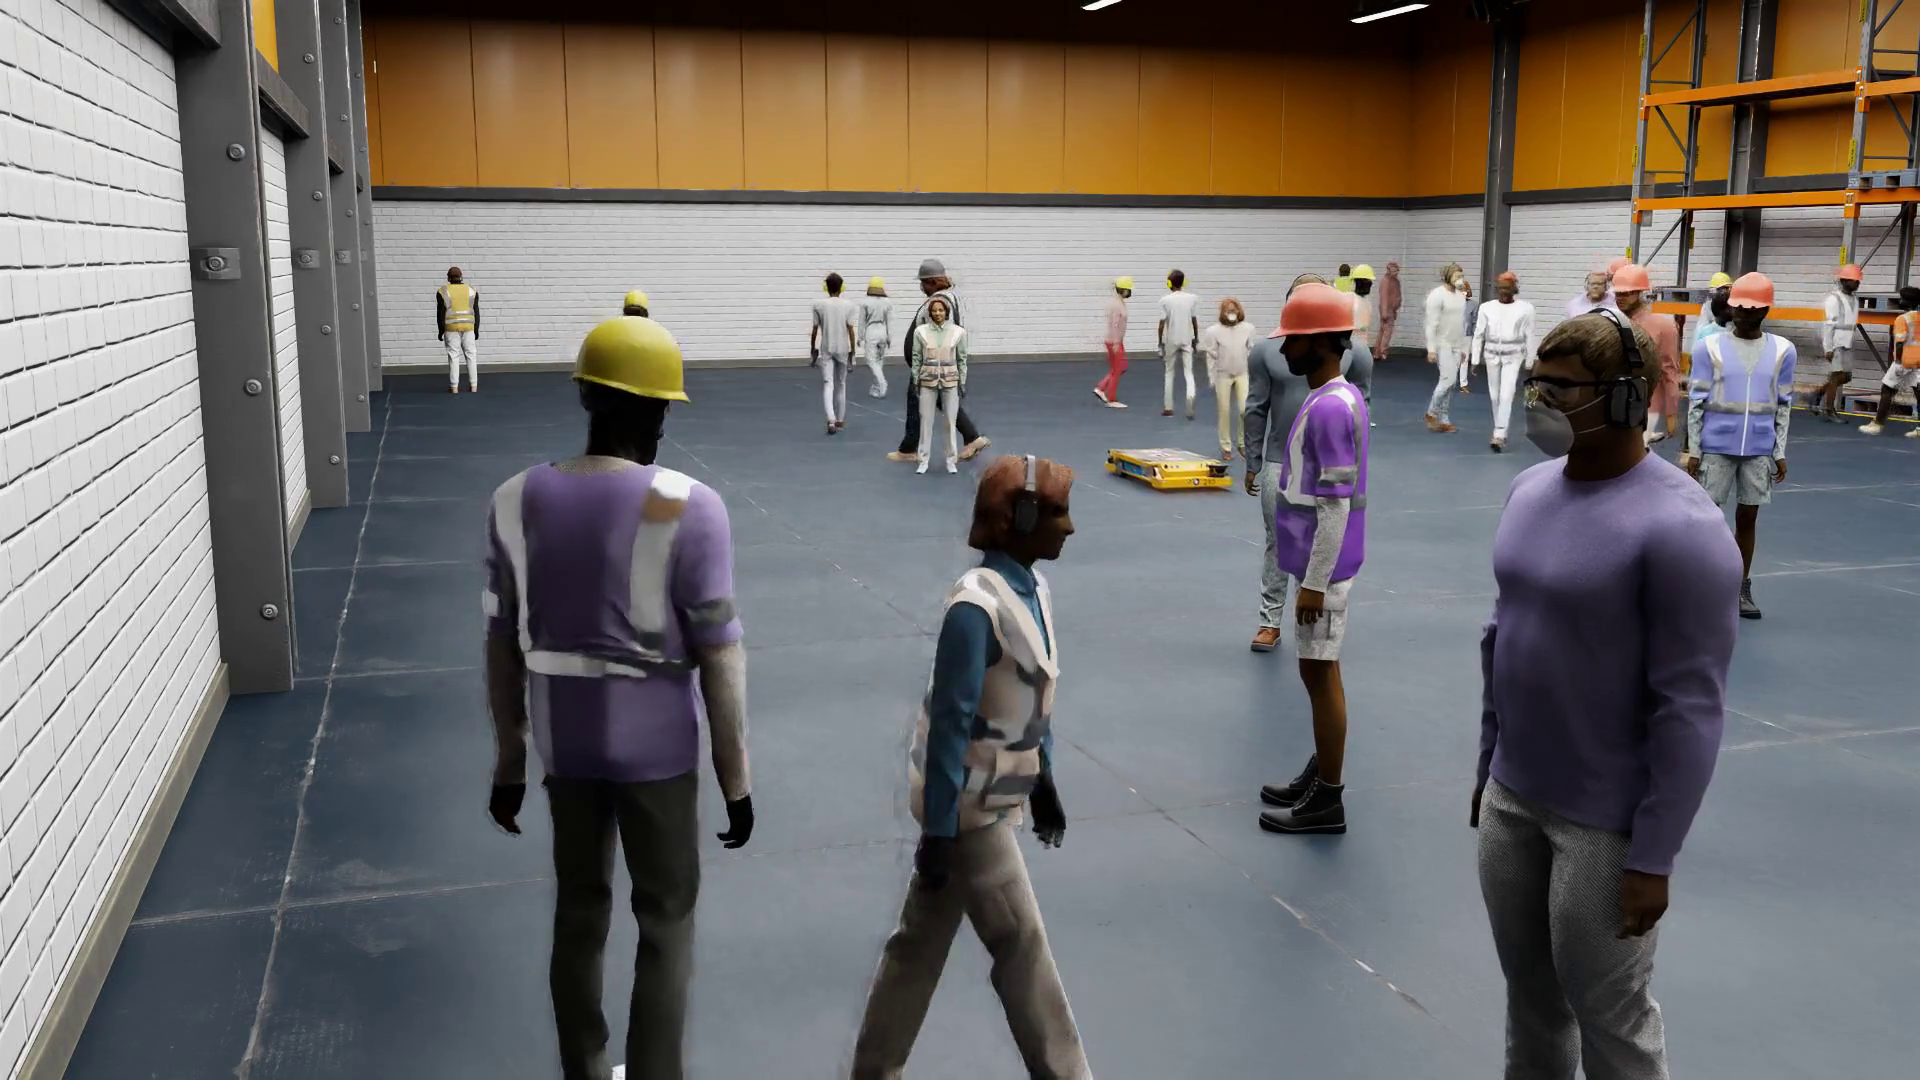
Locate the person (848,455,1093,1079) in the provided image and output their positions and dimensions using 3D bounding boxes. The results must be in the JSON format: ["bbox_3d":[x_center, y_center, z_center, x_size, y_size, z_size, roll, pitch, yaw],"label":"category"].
[{"bbox_3d":[0.090,0.608,3.737,0.801,1.588,0.532,2,10,10],"label":"person"}]

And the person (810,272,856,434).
[{"bbox_3d":[-1.449,-2.128,18.959,0.532,1.819,0.975,0,10,-1],"label":"person"}]

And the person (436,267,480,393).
[{"bbox_3d":[-7.342,-3.068,24.343,0.621,1.838,0.429,-6,11,-31],"label":"person"}]

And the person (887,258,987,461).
[{"bbox_3d":[-0.214,-1.776,16.267,0.921,2.000,0.685,3,10,16],"label":"person"}]

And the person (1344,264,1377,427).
[{"bbox_3d":[4.607,-2.286,19.591,0.636,1.911,0.599,10,14,44],"label":"person"}]

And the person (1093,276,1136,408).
[{"bbox_3d":[2.064,-2.602,21.898,0.482,1.740,0.572,2,10,13],"label":"person"}]

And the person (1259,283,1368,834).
[{"bbox_3d":[1.240,0.071,5.875,0.362,1.934,0.551,2,10,13],"label":"person"}]

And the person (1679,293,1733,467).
[{"bbox_3d":[7.161,-1.465,15.540,0.836,1.652,0.557,9,14,43],"label":"person"}]

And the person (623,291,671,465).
[{"bbox_3d":[-2.658,-1.188,13.767,0.544,1.722,0.894,-2,10,-11],"label":"person"}]

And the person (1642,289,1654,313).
[{"bbox_3d":[8.654,-2.638,21.662,0.639,1.904,0.402,0,10,-2],"label":"person"}]

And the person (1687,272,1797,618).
[{"bbox_3d":[4.349,-0.518,9.289,0.547,1.934,0.375,2,10,11],"label":"person"}]

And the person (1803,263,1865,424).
[{"bbox_3d":[10.500,-2.352,19.965,0.554,1.922,0.622,-5,11,-27],"label":"person"}]

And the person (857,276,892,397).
[{"bbox_3d":[-1.163,-2.863,23.480,0.487,1.721,0.750,-5,11,-27],"label":"person"}]

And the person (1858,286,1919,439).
[{"bbox_3d":[10.444,-1.965,18.451,0.552,1.669,0.777,-4,11,-22],"label":"person"}]

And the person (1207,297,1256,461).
[{"bbox_3d":[2.668,-1.567,16.296,0.512,1.613,0.471,0,10,-1],"label":"person"}]

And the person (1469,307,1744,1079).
[{"bbox_3d":[1.203,0.522,3.256,0.373,1.940,0.629,-3,10,-16],"label":"person"}]

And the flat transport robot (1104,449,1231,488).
[{"bbox_3d":[1.843,-0.660,14.919,0.652,0.197,1.431,-3,10,-14],"label":"flat transport robot"}]

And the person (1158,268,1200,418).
[{"bbox_3d":[2.712,-2.419,20.535,0.555,1.849,0.725,0,10,-3],"label":"person"}]

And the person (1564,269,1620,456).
[{"bbox_3d":[6.256,-1.732,16.498,0.671,1.863,0.927,6,12,32],"label":"person"}]

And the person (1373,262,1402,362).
[{"bbox_3d":[8.049,-4.286,31.336,0.527,1.865,0.687,6,12,32],"label":"person"}]

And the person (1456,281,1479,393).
[{"bbox_3d":[7.326,-2.966,24.328,0.501,1.633,0.283,1,10,4],"label":"person"}]

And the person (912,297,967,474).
[{"bbox_3d":[-0.189,-1.427,15.399,0.514,1.640,0.315,0,10,0],"label":"person"}]

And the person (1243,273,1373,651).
[{"bbox_3d":[1.757,-0.379,8.473,0.637,1.938,0.355,3,10,16],"label":"person"}]

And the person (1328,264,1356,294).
[{"bbox_3d":[7.128,-4.202,30.904,0.622,1.839,0.429,3,10,17],"label":"person"}]

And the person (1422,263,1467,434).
[{"bbox_3d":[5.521,-2.156,18.781,0.652,1.928,0.434,-9,13,-42],"label":"person"}]

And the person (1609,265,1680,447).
[{"bbox_3d":[4.533,-0.899,11.440,0.962,1.946,0.655,-8,12,-38],"label":"person"}]

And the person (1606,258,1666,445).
[{"bbox_3d":[6.965,-1.993,17.682,0.634,1.984,1.065,-9,13,-43],"label":"person"}]

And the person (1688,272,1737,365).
[{"bbox_3d":[8.837,-2.228,19.554,0.596,1.814,0.542,-5,11,-26],"label":"person"}]

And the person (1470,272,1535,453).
[{"bbox_3d":[5.585,-1.831,17.166,0.573,1.835,0.929,7,12,34],"label":"person"}]

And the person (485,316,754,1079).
[{"bbox_3d":[-0.786,0.472,3.736,0.642,1.916,0.556,3,10,17],"label":"person"}]
